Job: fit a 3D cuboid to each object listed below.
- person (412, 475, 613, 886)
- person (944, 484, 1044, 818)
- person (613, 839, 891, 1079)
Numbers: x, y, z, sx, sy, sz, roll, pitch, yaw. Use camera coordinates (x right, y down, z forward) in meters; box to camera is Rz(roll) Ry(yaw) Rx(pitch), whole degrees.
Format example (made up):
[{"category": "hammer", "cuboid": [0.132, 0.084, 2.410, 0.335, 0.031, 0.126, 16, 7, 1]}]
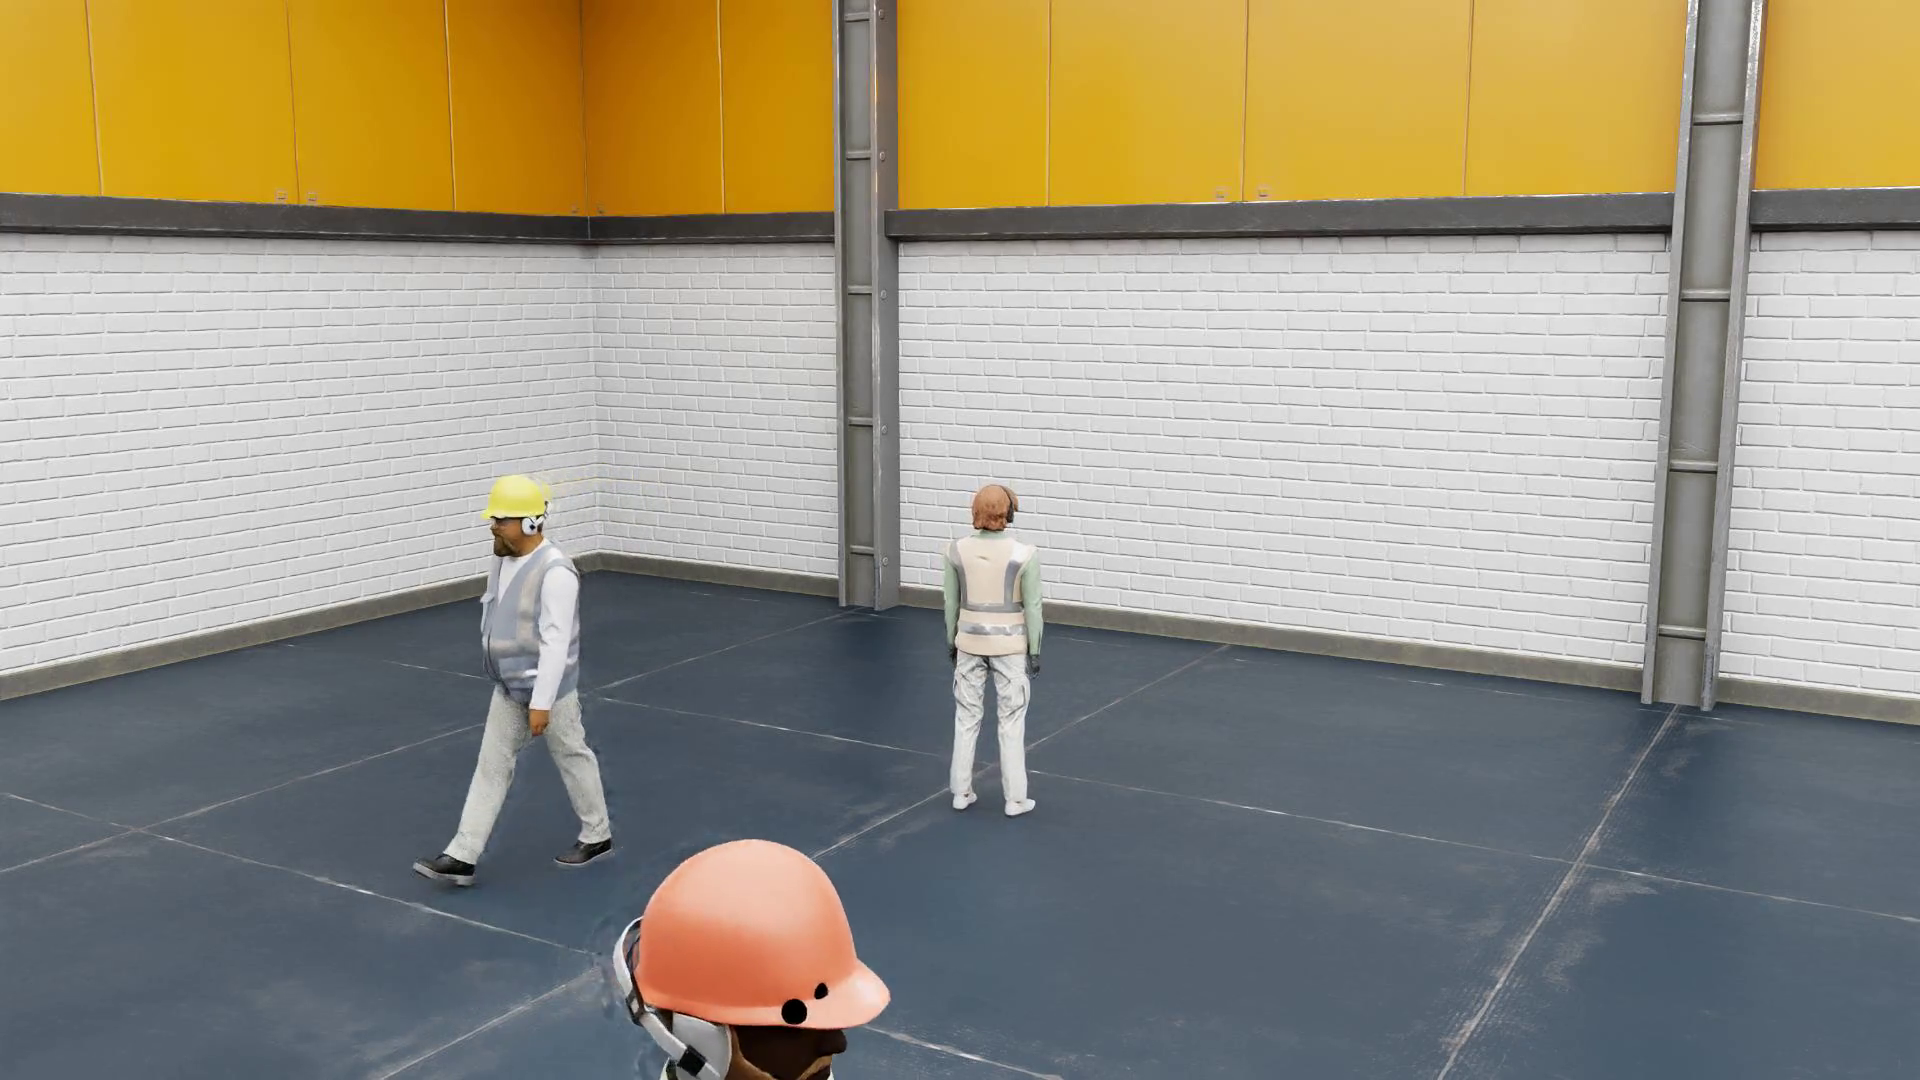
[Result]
[{"category": "person", "cuboid": [-1.907, 0.613, 7.180, 0.915, 1.779, 0.621, -9, 13, -43]}, {"category": "person", "cuboid": [0.161, 0.542, 8.108, 0.526, 1.633, 0.309, 4, 10, 22]}, {"category": "person", "cuboid": [-0.221, 1.333, 2.089, 0.619, 1.973, 0.659, 4, 10, 22]}]
